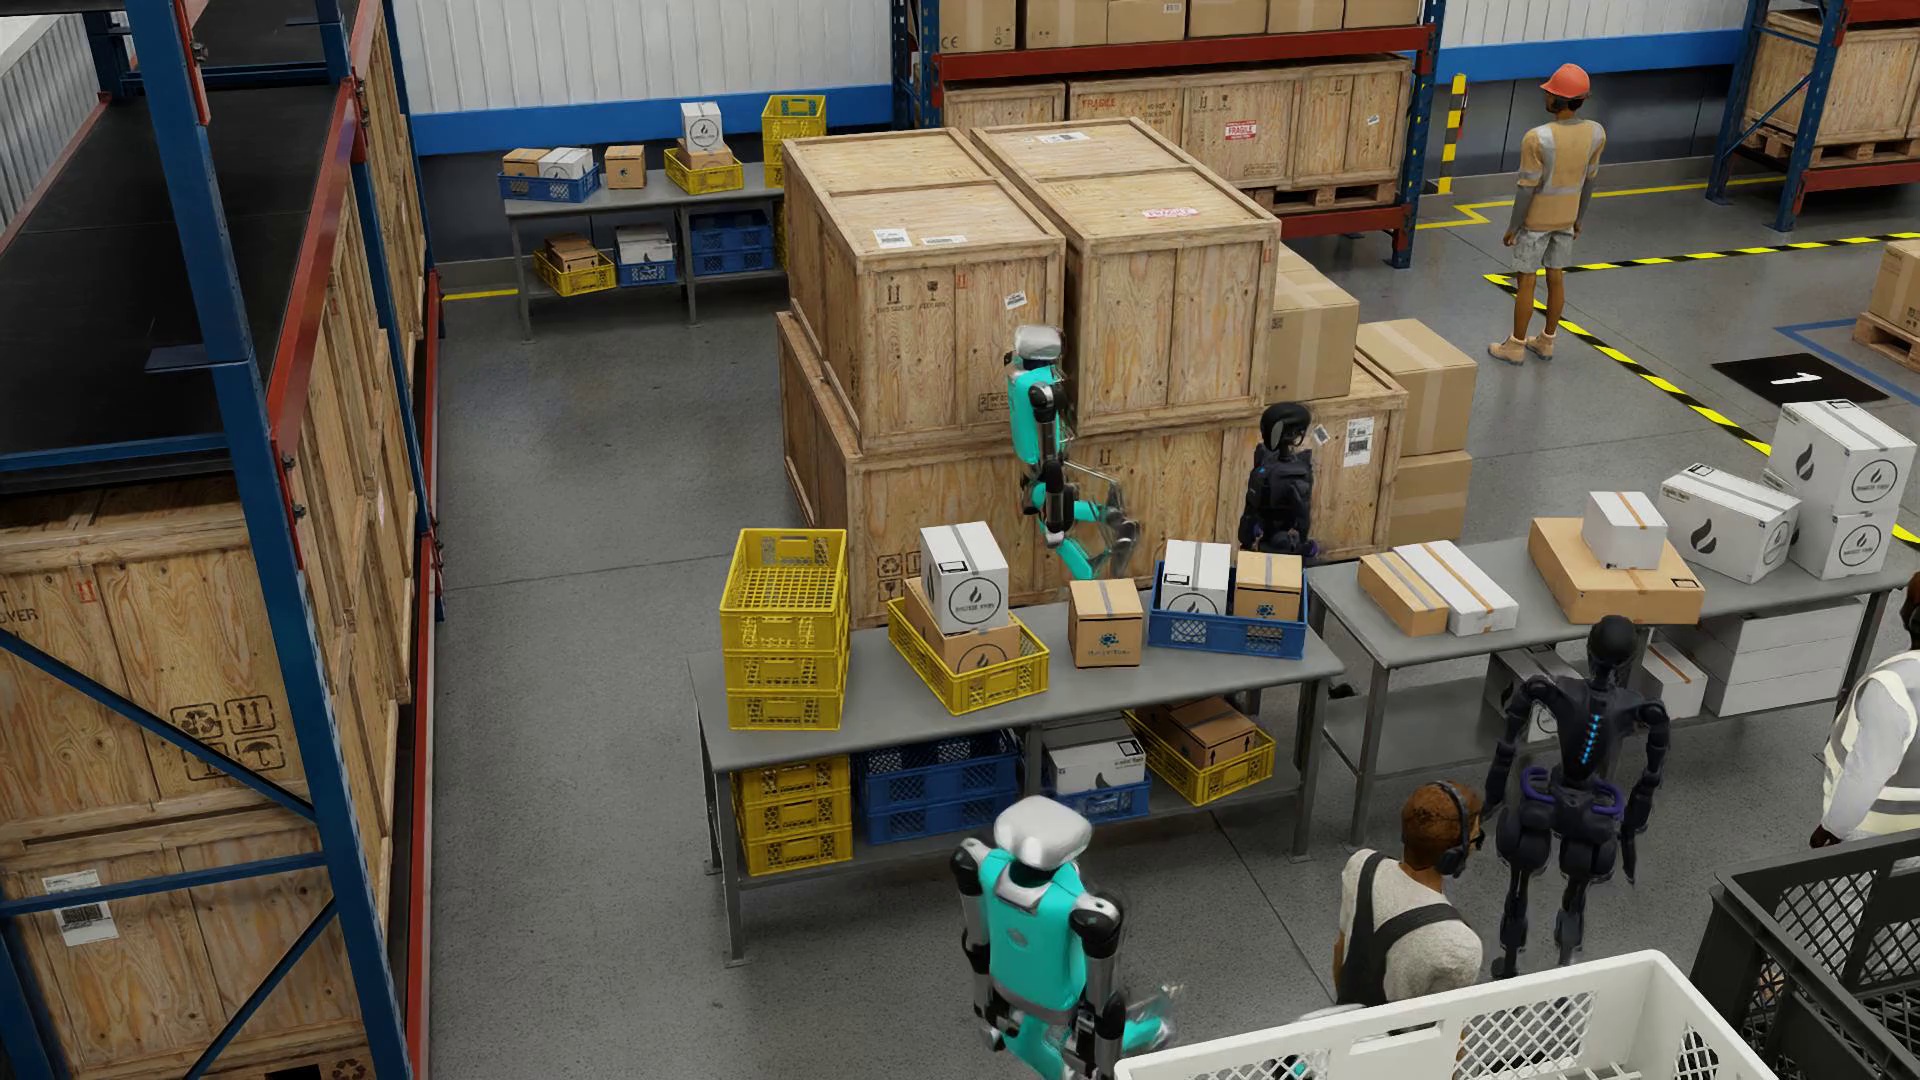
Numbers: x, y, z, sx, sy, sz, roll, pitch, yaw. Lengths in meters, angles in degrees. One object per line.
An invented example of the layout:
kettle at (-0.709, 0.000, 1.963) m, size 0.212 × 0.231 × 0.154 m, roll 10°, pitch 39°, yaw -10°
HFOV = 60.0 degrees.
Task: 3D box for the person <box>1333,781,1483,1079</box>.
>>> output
person at (1.248, 1.479, 4.820) m, size 0.361 × 1.831 × 0.500 m, roll -13°, pitch 31°, yaw -22°

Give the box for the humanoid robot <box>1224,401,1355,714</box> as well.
humanoid robot at (1.483, 0.131, 7.468) m, size 0.720 × 1.655 × 0.593 m, roll -8°, pitch 30°, yaw -13°

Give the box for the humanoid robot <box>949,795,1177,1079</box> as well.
humanoid robot at (0.364, 1.396, 5.072) m, size 0.530 × 1.738 × 1.010 m, roll 19°, pitch 34°, yaw 31°

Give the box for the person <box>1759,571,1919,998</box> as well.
person at (3.231, 0.912, 5.830) m, size 0.627 × 1.842 × 0.429 m, roll -14°, pitch 32°, yaw -23°

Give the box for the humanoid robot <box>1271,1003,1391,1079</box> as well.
humanoid robot at (0.661, 1.980, 4.123) m, size 0.756 × 1.873 × 0.541 m, roll -11°, pitch 31°, yaw -19°

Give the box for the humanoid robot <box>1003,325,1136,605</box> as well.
humanoid robot at (0.614, -0.219, 8.036) m, size 1.009 × 1.769 × 0.530 m, roll -7°, pitch 30°, yaw -13°

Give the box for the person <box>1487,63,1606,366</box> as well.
person at (3.954, -2.175, 11.223) m, size 0.606 × 2.048 × 0.366 m, roll -10°, pitch 30°, yaw -17°

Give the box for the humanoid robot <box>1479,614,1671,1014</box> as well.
humanoid robot at (2.105, 0.996, 5.853) m, size 0.593 × 1.646 × 0.395 m, roll 8°, pitch 30°, yaw 14°
